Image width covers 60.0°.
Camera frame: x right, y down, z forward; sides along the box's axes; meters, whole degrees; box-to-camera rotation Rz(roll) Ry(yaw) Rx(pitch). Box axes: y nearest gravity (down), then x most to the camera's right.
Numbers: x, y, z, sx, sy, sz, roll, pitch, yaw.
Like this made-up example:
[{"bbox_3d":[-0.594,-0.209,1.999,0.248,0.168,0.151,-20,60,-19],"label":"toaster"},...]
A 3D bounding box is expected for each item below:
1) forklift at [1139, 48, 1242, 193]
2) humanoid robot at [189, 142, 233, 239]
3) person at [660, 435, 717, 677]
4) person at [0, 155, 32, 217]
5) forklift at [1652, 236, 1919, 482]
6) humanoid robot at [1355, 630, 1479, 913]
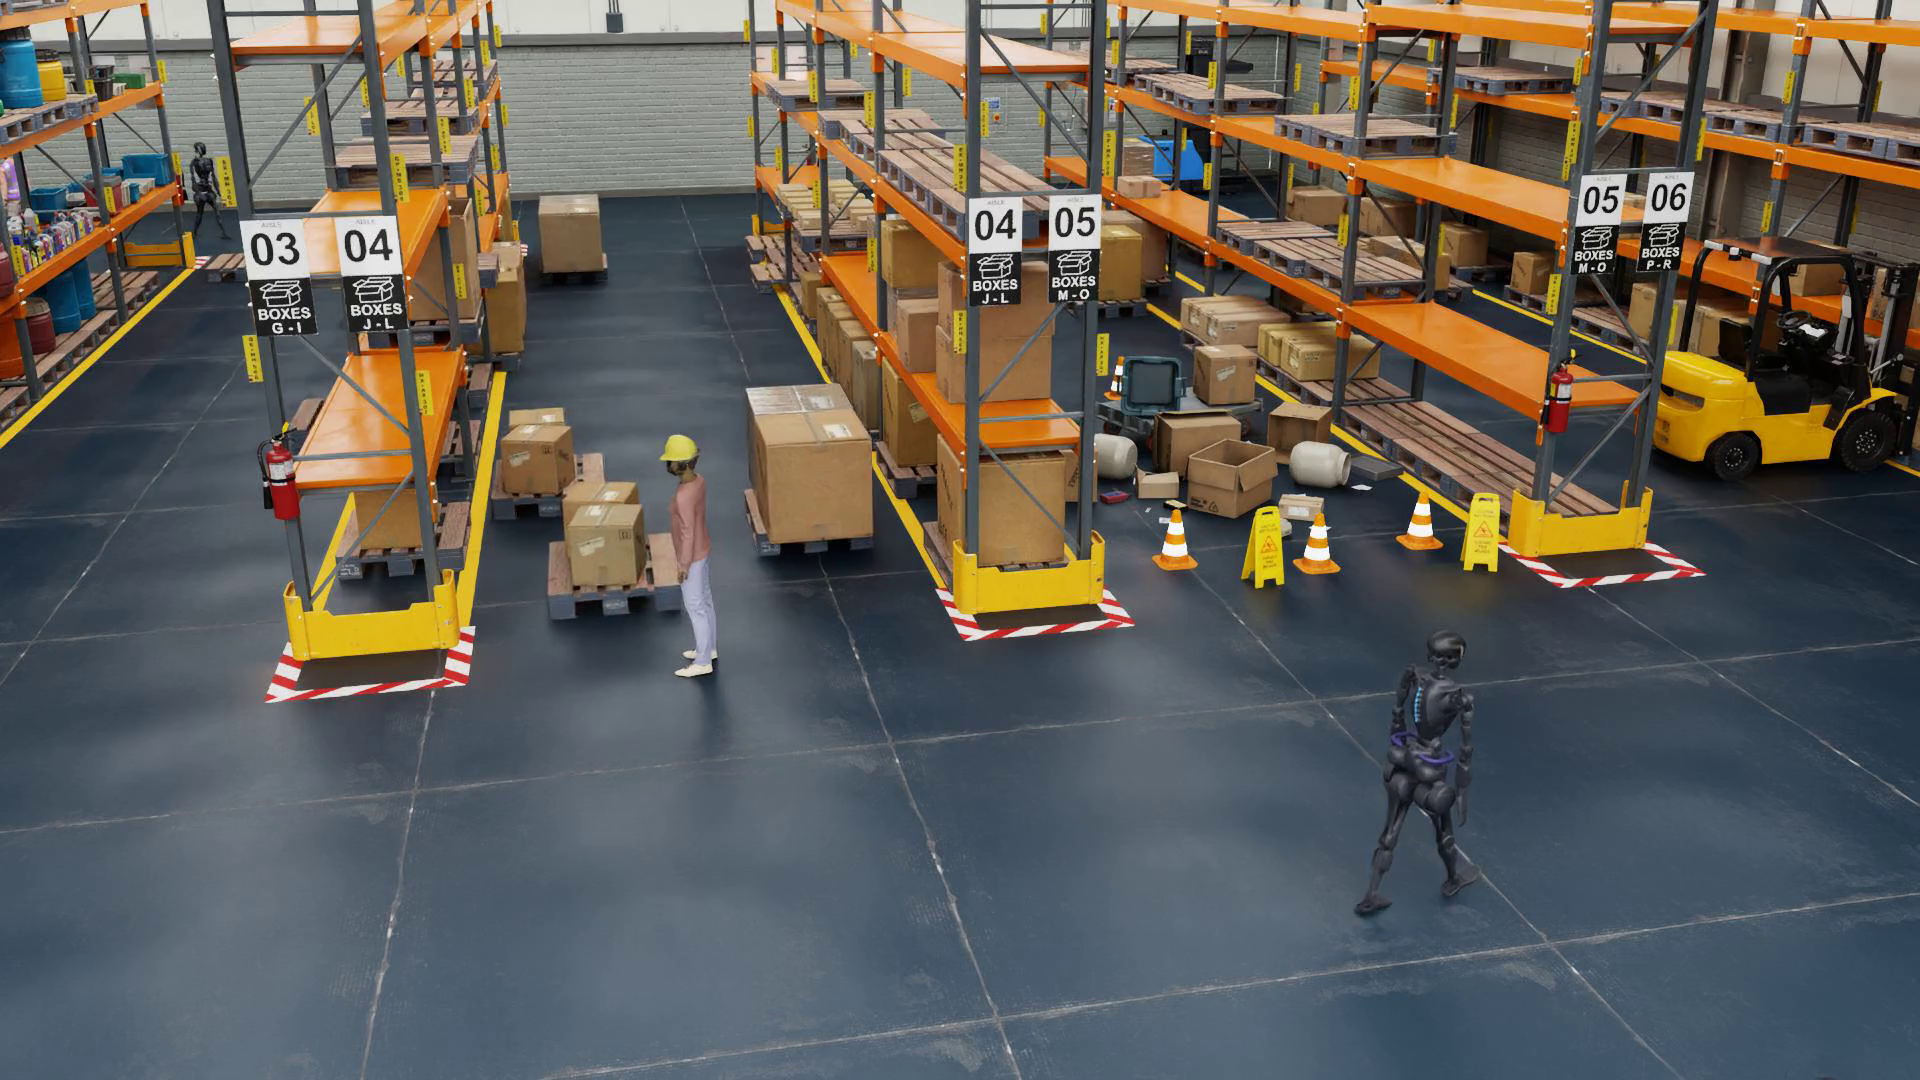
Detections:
[{"bbox_3d":[4.566,-8.313,32.860,1.873,2.768,1.129,-4,21,-12],"label":"forklift"},{"bbox_3d":[-12.784,-5.900,28.138,0.783,1.628,0.600,7,21,18],"label":"humanoid robot"},{"bbox_3d":[-1.922,0.108,11.763,0.321,1.765,0.533,1,20,3],"label":"person"},{"bbox_3d":[-15.355,-5.553,27.121,0.349,1.688,0.489,11,23,27],"label":"person"},{"bbox_3d":[8.013,-1.814,16.330,2.313,2.155,1.214,-4,21,-12],"label":"forklift"},{"bbox_3d":[2.510,1.225,8.939,0.772,1.629,0.588,-12,24,-30],"label":"humanoid robot"}]
